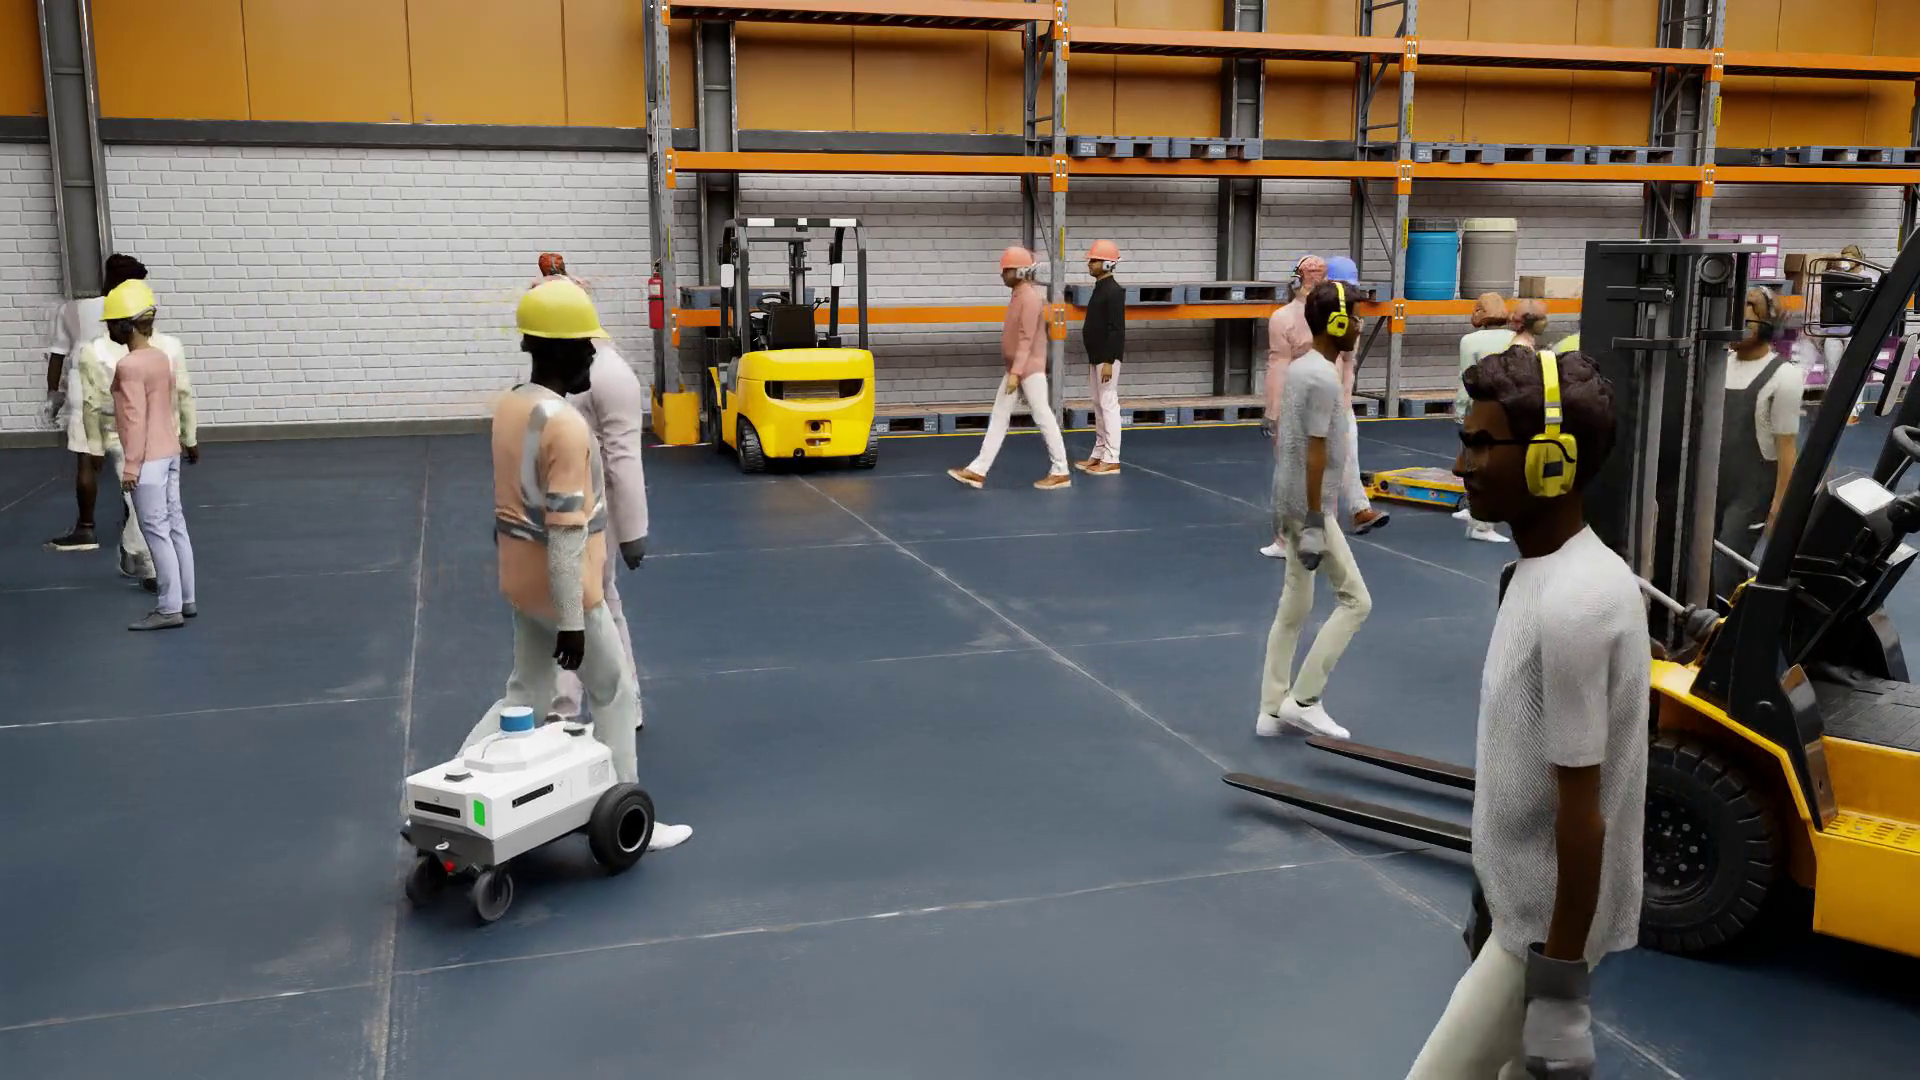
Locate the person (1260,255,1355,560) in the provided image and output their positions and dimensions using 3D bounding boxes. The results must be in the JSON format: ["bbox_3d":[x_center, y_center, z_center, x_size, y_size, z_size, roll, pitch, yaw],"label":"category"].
[{"bbox_3d":[2.166,-0.827,10.476,0.651,1.907,0.409,-5,11,-25],"label":"person"}]

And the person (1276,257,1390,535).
[{"bbox_3d":[2.529,-0.985,11.402,0.652,1.875,1.040,-5,12,-26],"label":"person"}]

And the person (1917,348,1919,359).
[{"bbox_3d":[10.091,-2.008,16.918,0.596,1.918,0.384,3,11,14],"label":"person"}]

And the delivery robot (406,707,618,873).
[{"bbox_3d":[-1.376,0.765,5.196,0.477,0.478,0.707,6,12,27],"label":"delivery robot"}]

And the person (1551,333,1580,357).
[{"bbox_3d":[3.134,-0.309,7.927,0.904,1.799,0.635,-4,11,-21],"label":"person"}]

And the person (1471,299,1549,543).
[{"bbox_3d":[3.776,-0.762,10.926,0.792,1.605,0.532,4,11,19],"label":"person"}]

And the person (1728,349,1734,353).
[{"bbox_3d":[5.527,-1.152,12.292,0.562,1.909,0.498,-3,11,-18],"label":"person"}]

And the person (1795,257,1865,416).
[{"bbox_3d":[9.776,-2.277,18.755,0.952,1.791,0.630,-3,11,-18],"label":"person"}]

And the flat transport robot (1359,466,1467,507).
[{"bbox_3d":[3.718,-0.377,12.496,0.652,0.197,1.431,-8,13,-38],"label":"flat transport robot"}]

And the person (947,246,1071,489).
[{"bbox_3d":[0.446,-1.355,13.268,1.023,1.938,0.625,-3,11,-15],"label":"person"}]

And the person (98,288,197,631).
[{"bbox_3d":[-4.220,-0.414,8.603,0.330,1.765,0.533,-1,10,-6],"label":"person"}]

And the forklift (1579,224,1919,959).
[{"bbox_3d":[2.909,0.117,4.508,2.313,2.155,1.214,9,14,40],"label":"forklift"}]

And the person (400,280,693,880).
[{"bbox_3d":[-1.327,0.137,5.226,0.892,1.894,0.594,-7,13,-35],"label":"person"}]

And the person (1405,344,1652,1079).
[{"bbox_3d":[0.885,0.620,2.674,0.399,1.854,0.560,4,11,19],"label":"person"}]

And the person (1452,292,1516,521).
[{"bbox_3d":[3.761,-0.944,11.870,0.497,1.632,0.289,-3,11,-16],"label":"person"}]

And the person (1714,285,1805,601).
[{"bbox_3d":[3.368,-0.177,7.139,0.704,1.827,0.525,-3,11,-16],"label":"person"}]

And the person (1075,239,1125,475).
[{"bbox_3d":[1.221,-1.562,14.255,0.374,1.997,0.613,-2,10,-9],"label":"person"}]

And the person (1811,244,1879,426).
[{"bbox_3d":[9.562,-2.203,17.926,0.356,1.938,0.633,-5,12,-26],"label":"person"}]

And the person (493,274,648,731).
[{"bbox_3d":[-1.575,-0.073,6.448,0.838,1.877,0.669,-8,13,-38],"label":"person"}]

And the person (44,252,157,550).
[{"bbox_3d":[-5.611,-0.894,10.821,0.763,1.929,0.373,-3,11,-18],"label":"person"}]

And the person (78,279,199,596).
[{"bbox_3d":[-4.771,-0.609,9.625,0.871,1.800,0.595,8,13,38],"label":"person"}]

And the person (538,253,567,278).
[{"bbox_3d":[-3.536,-1.551,14.513,0.347,1.881,0.584,-7,13,-35],"label":"person"}]

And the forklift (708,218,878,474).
[{"bbox_3d":[-1.522,-1.778,14.899,1.214,2.155,2.313,-3,11,-17],"label":"forklift"}]

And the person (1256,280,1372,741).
[{"bbox_3d":[1.426,-0.102,6.644,0.489,1.846,0.544,0,10,-2],"label":"person"}]
